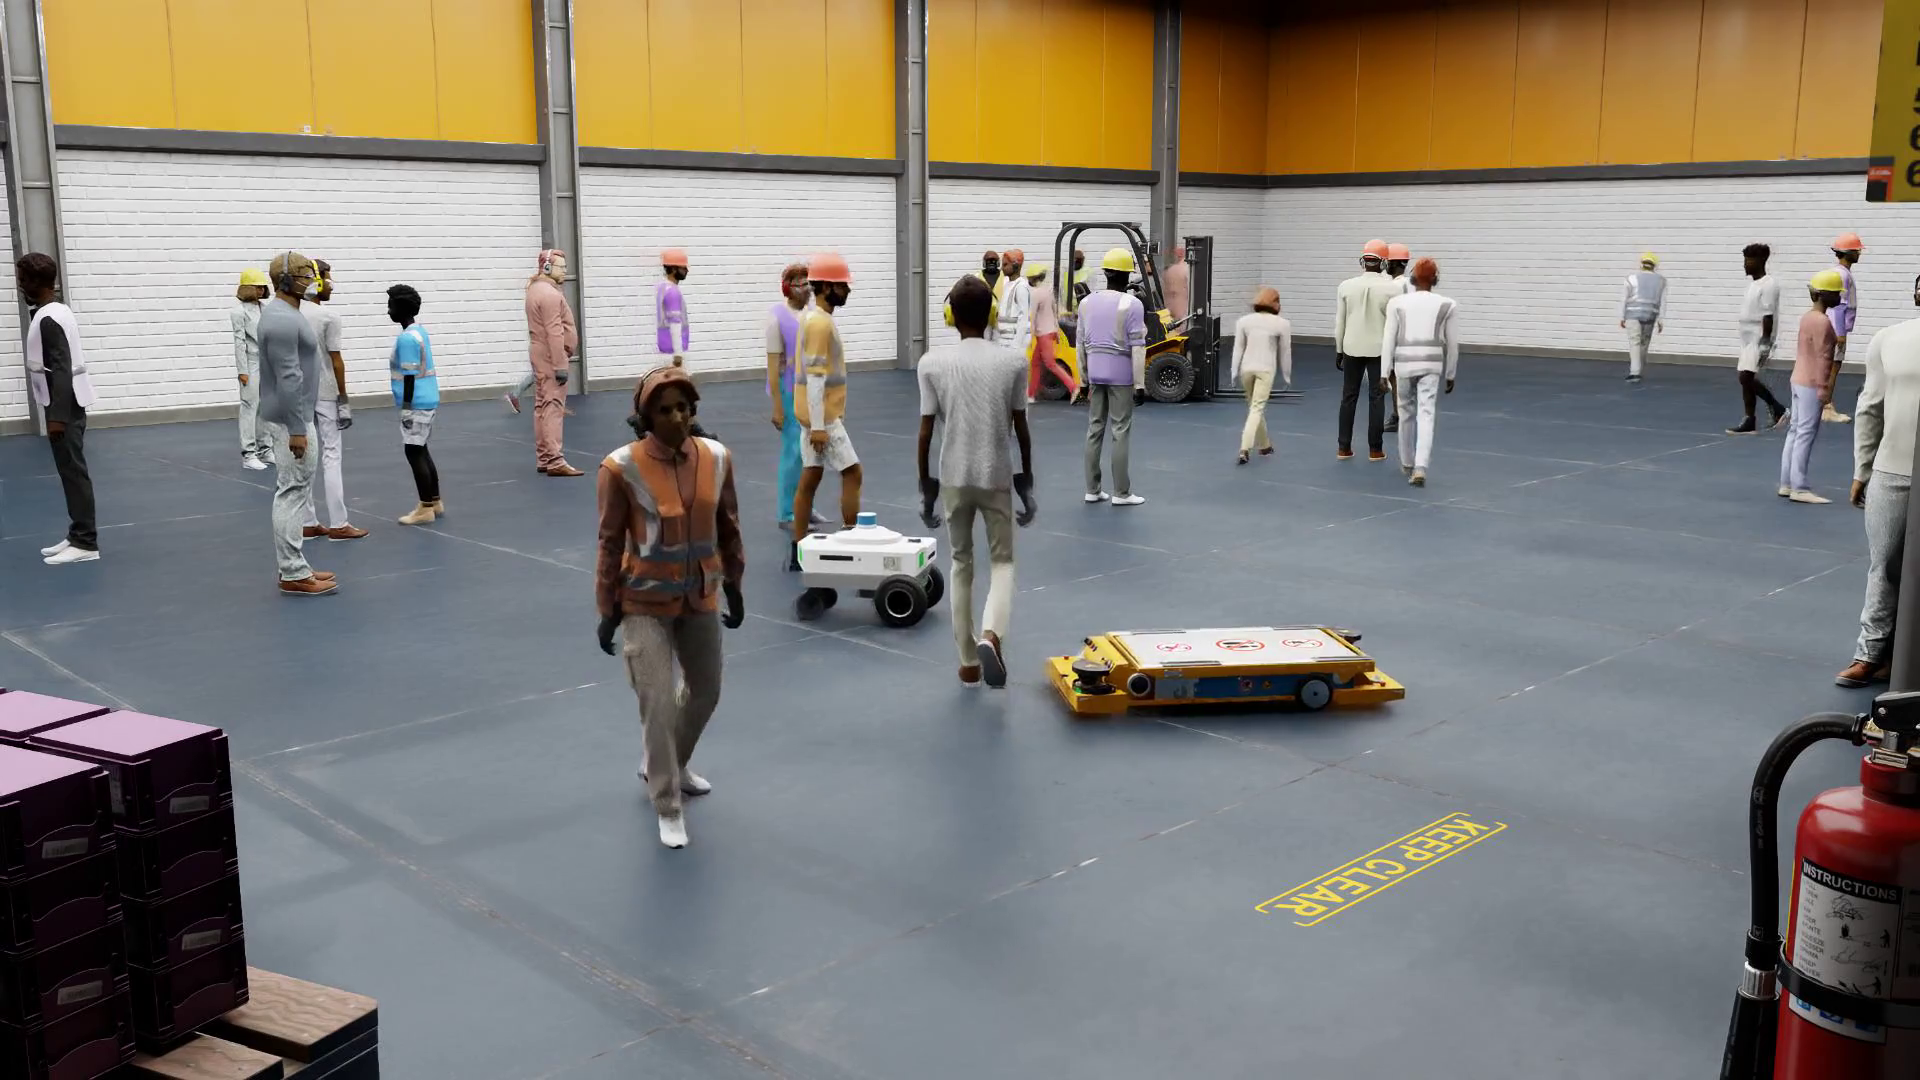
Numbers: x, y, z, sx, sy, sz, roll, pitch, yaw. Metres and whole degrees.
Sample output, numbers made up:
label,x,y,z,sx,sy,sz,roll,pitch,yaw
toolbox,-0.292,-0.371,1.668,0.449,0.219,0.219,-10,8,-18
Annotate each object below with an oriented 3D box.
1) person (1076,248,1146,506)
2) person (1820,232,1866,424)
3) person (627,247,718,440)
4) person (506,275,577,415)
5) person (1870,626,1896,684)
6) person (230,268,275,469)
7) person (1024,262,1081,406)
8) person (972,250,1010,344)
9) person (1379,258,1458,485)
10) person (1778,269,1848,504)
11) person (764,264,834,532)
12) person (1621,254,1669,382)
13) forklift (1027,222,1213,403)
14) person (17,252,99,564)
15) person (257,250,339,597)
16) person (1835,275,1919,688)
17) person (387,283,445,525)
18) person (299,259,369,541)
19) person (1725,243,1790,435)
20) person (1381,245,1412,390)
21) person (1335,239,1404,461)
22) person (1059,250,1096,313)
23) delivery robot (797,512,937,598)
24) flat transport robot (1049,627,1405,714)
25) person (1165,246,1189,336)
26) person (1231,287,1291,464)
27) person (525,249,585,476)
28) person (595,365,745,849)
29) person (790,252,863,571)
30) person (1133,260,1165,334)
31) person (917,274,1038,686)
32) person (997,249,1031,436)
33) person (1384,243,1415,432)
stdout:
label,x,y,z,sx,sy,sz,roll,pitch,yaw
person,1.153,-1.220,12.509,0.593,1.924,0.384,9,14,40
person,9.534,-2.291,18.017,0.362,2.048,0.610,4,11,22
person,-2.828,-1.889,16.203,0.837,1.914,0.560,-3,11,-14
person,-4.740,-2.195,18.687,0.719,1.610,0.499,-3,11,-14
person,4.343,-0.238,7.376,0.337,1.845,0.514,-9,14,-40
person,-6.111,-1.494,14.504,0.308,1.743,0.494,2,11,12
person,1.073,-2.451,19.840,0.887,1.724,0.535,5,12,27
person,0.390,-2.750,21.116,0.620,1.835,0.430,0,10,-2
person,3.764,-1.381,13.664,0.610,1.849,0.985,3,11,16
person,6.497,-1.163,12.638,0.326,1.767,0.532,2,11,13
person,-1.118,-0.969,11.478,0.398,1.836,0.631,5,12,27
person,9.470,-3.071,23.056,0.567,1.762,0.912,2,11,9
forklift,1.935,-2.847,20.651,2.313,2.155,1.214,2,11,13
person,-5.577,-0.814,10.324,0.398,1.916,0.590,-5,12,-27
person,-3.757,-0.654,9.388,0.353,1.937,0.635,-4,11,-21
person,4.228,-0.267,7.286,0.372,1.938,0.627,-9,14,-41
person,-3.821,-0.946,11.668,0.320,1.691,0.540,-2,11,-9
person,-4.261,-0.920,11.045,0.515,1.866,0.333,4,11,21
person,8.061,-2.015,16.770,0.487,1.948,0.626,1,10,5
person,5.618,-2.876,21.614,0.649,1.898,0.499,-4,11,-19
person,3.680,-1.699,14.976,0.619,1.989,0.396,5,12,27
person,1.777,-3.562,25.663,0.649,1.787,0.827,6,12,28
delivery robot,-0.493,0.098,8.810,0.707,0.478,0.477,2,11,11
flat transport robot,1.154,0.558,7.328,1.431,0.197,0.652,-1,10,-7
person,3.283,-3.466,24.920,0.847,1.869,0.655,-4,11,-21
person,2.685,-1.480,14.927,0.506,1.567,0.928,6,12,30
person,-3.428,-1.491,14.057,0.402,1.904,0.638,-5,12,-26
person,-1.020,0.202,5.633,0.543,1.610,0.546,-9,14,-41
person,-0.685,-0.749,9.961,0.780,1.913,0.571,-2,11,-9
person,3.008,-3.639,26.499,0.497,1.633,0.285,3,11,14
person,0.073,-0.233,7.323,0.548,1.854,0.554,0,10,3
person,0.540,-2.002,16.898,0.355,1.882,0.576,-2,11,-12
person,4.475,-2.078,17.160,0.372,1.935,0.551,6,12,29
